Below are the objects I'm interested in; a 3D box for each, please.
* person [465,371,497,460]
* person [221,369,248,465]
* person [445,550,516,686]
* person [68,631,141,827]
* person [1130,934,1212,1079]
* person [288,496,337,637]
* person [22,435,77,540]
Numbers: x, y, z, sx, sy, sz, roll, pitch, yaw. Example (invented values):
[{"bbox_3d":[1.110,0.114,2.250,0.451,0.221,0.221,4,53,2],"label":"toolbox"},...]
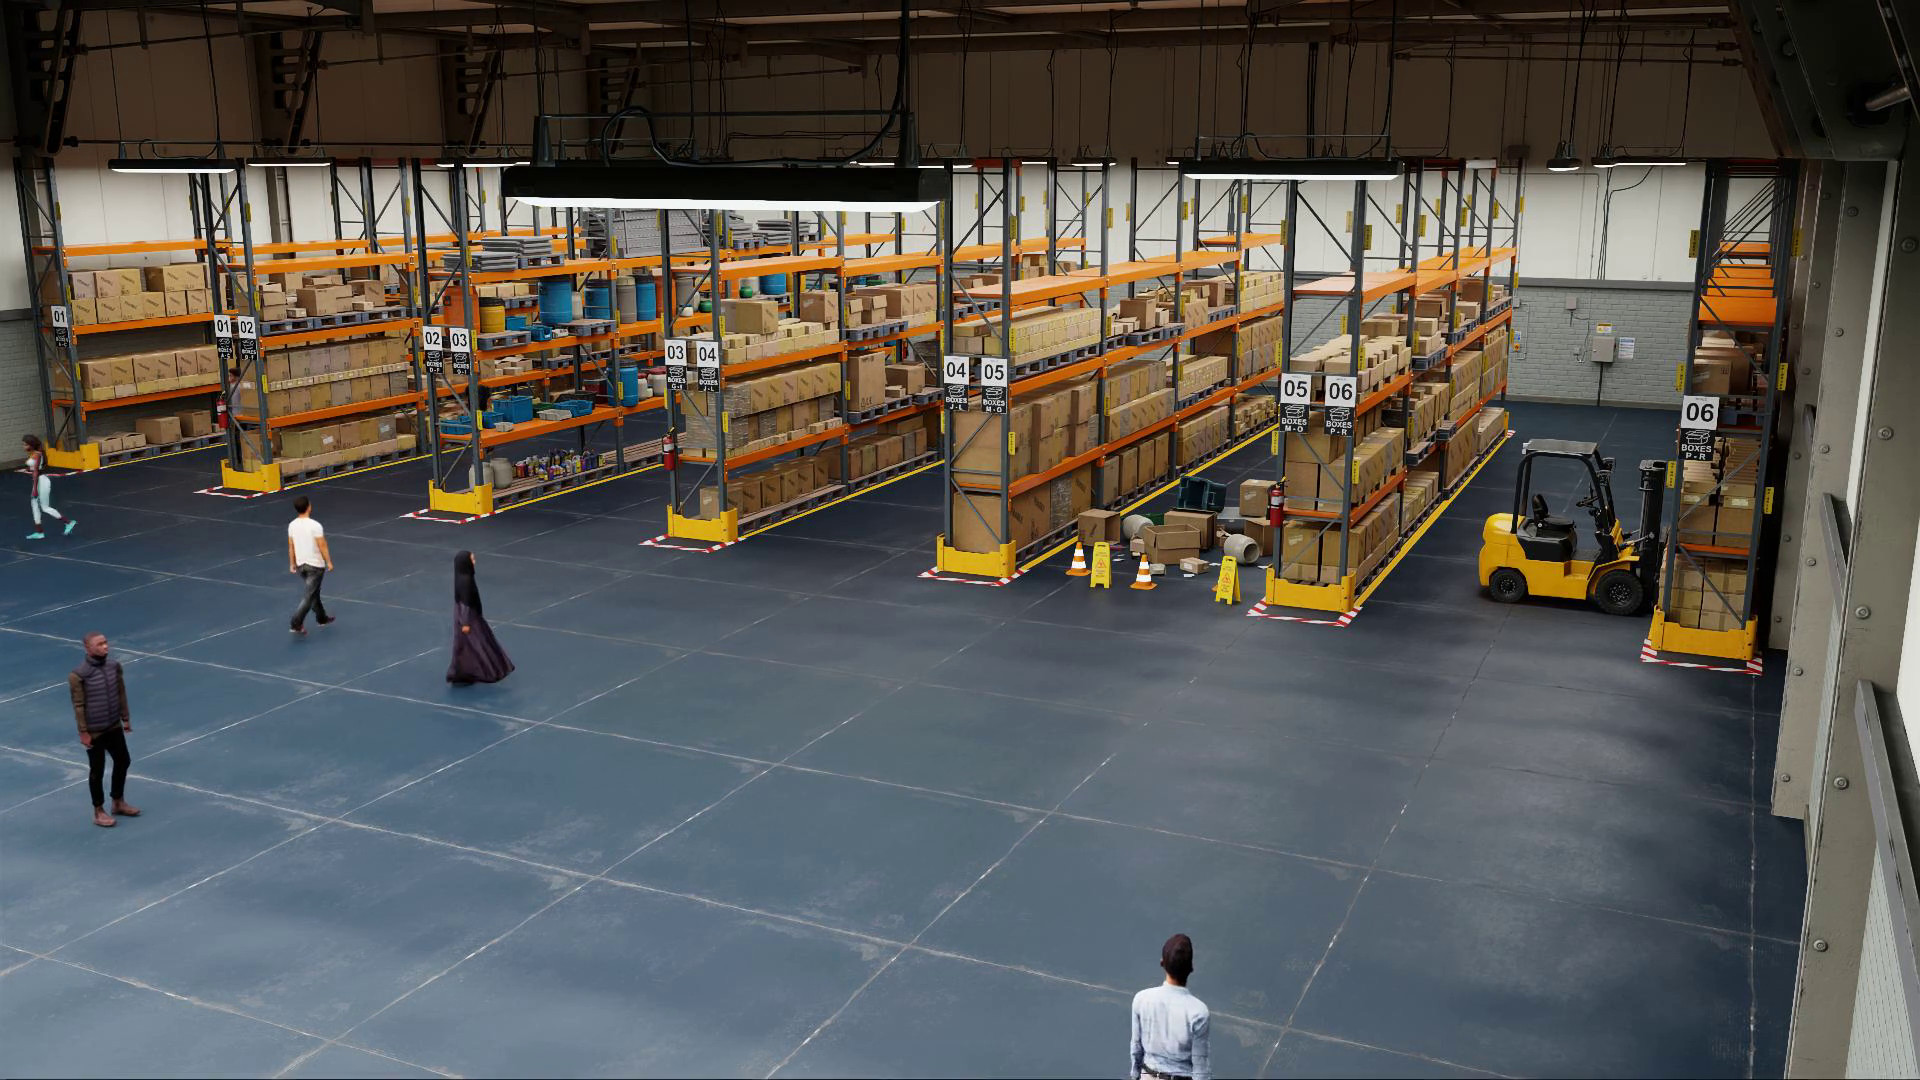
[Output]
[{"bbox_3d":[-9.739,-2.512,33.603,0.792,1.808,1.242,4,14,16],"label":"person"},{"bbox_3d":[-14.368,-2.462,33.175,0.911,1.905,1.086,2,13,10],"label":"person"},{"bbox_3d":[-5.765,0.908,19.266,1.092,1.615,1.009,-5,14,-22],"label":"person"},{"bbox_3d":[-7.899,1.717,15.284,0.746,1.834,0.498,6,14,24],"label":"person"},{"bbox_3d":[1.142,3.124,9.268,0.652,1.806,1.209,6,14,23],"label":"person"},{"bbox_3d":[-8.373,0.364,21.272,0.714,1.770,1.163,5,14,19],"label":"person"},{"bbox_3d":[-14.633,-0.844,26.636,0.994,1.701,0.798,-10,16,-37],"label":"person"}]
